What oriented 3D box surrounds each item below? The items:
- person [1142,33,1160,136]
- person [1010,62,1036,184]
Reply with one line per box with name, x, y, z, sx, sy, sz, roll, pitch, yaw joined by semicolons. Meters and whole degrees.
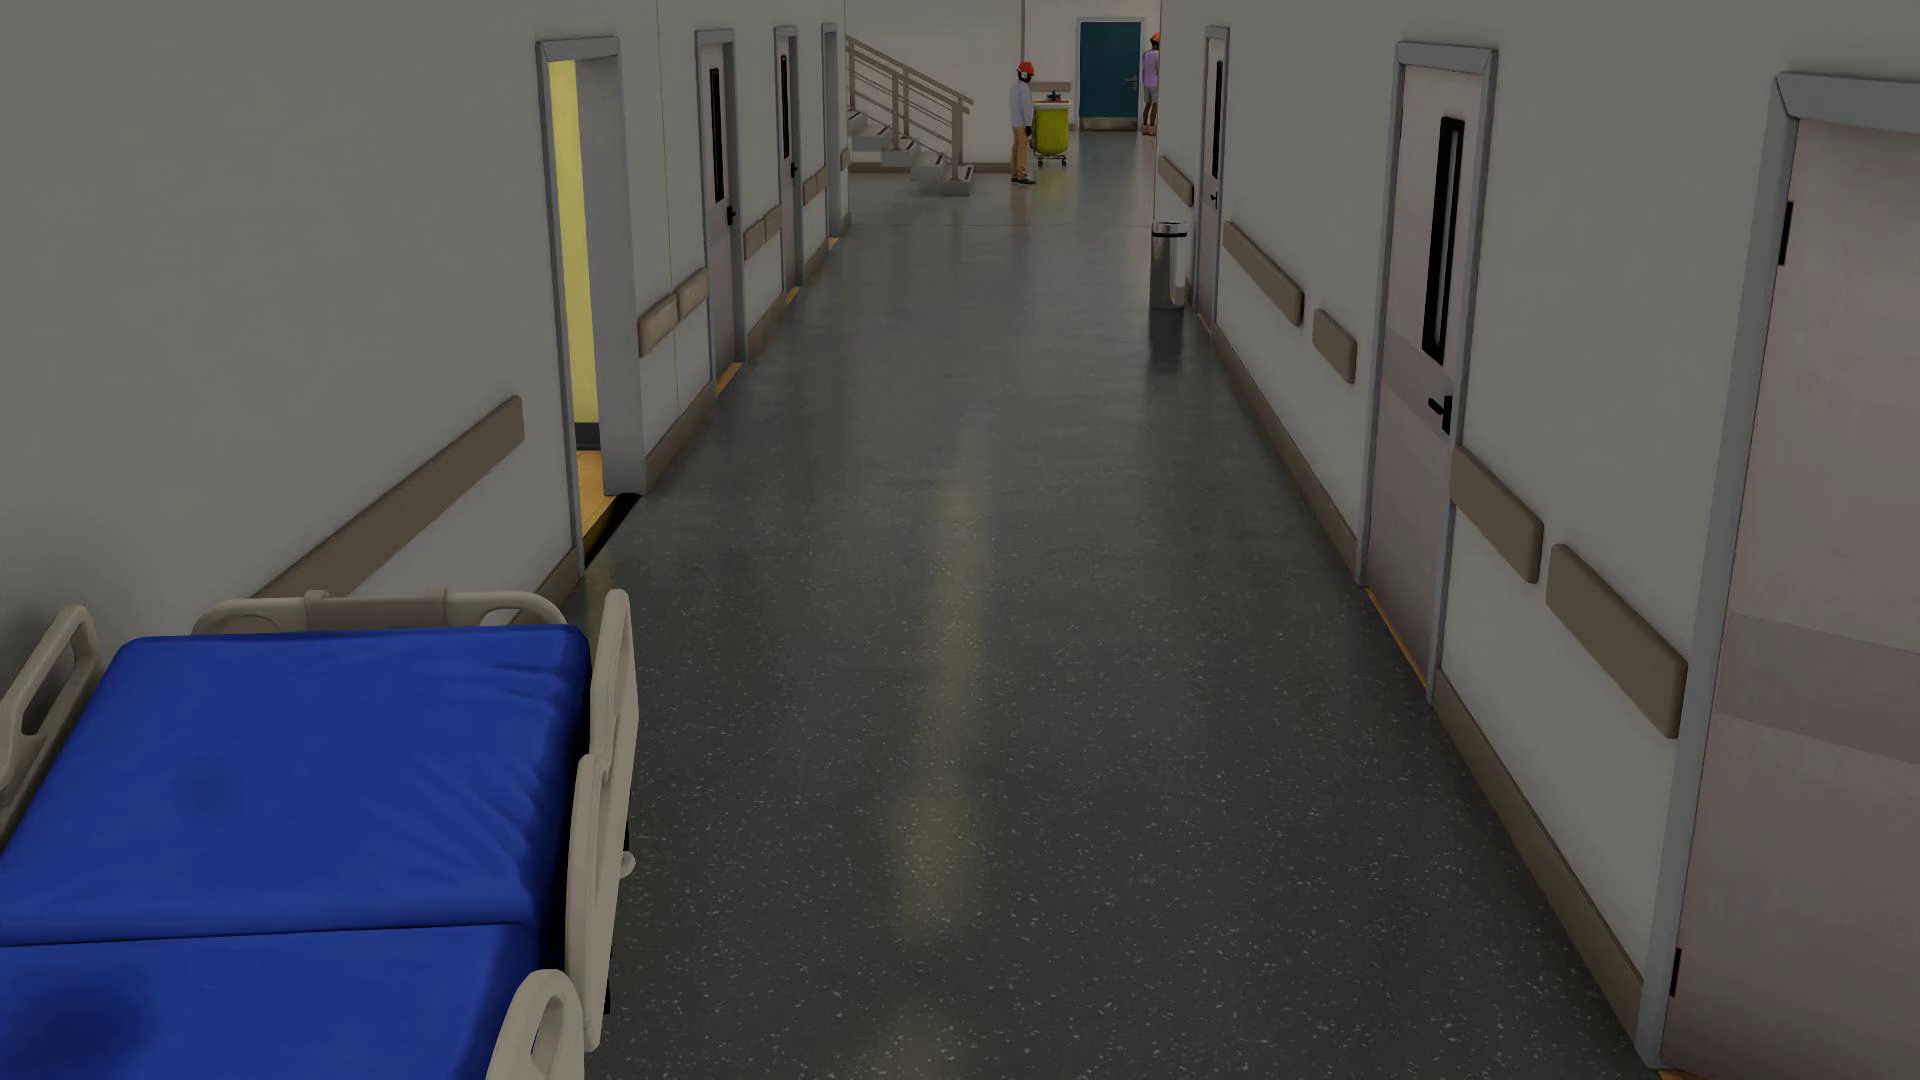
person;3.946;-9.237;33.753;0.409;2.028;0.615;-12;21;-32
person;0.932;-6.091;24.319;0.340;1.742;0.560;-6;19;-17
